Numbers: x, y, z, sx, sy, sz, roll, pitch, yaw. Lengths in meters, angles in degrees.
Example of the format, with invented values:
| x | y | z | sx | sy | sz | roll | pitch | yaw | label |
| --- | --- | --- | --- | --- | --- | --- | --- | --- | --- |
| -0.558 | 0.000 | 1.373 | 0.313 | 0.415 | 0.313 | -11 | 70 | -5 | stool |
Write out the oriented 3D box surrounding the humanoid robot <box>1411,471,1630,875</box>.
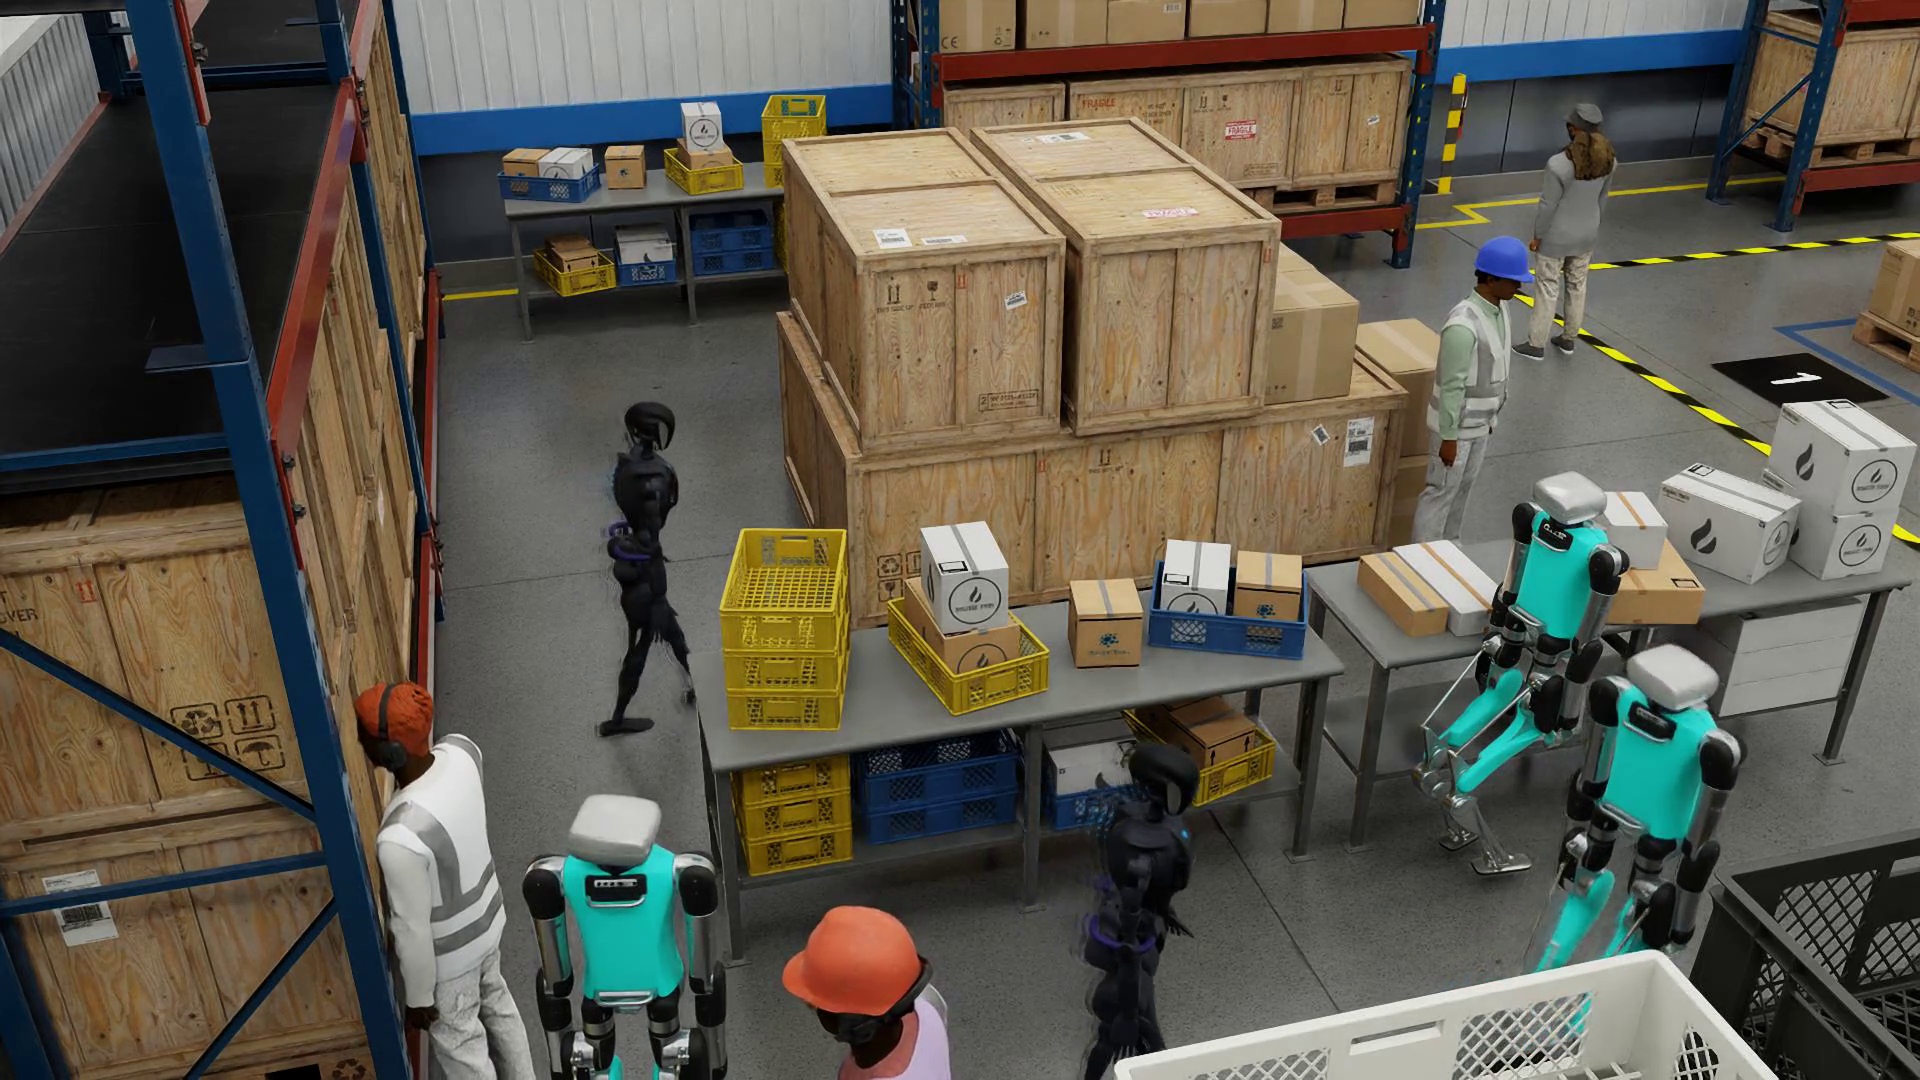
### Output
| x | y | z | sx | sy | sz | roll | pitch | yaw | label |
| --- | --- | --- | --- | --- | --- | --- | --- | --- | --- |
| 2.058 | 0.568 | 6.424 | 0.735 | 1.677 | 0.533 | -12 | 31 | -21 | humanoid robot |

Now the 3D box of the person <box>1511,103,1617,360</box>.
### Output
| x | y | z | sx | sy | sz | roll | pitch | yaw | label |
| --- | --- | --- | --- | --- | --- | --- | --- | --- | --- |
| 4.150 | -2.091 | 11.355 | 0.572 | 1.768 | 0.399 | -12 | 31 | -20 | person |

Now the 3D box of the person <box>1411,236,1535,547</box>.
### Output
| x | y | z | sx | sy | sz | roll | pitch | yaw | label |
| --- | --- | --- | --- | --- | --- | --- | --- | --- | --- |
| 2.601 | -0.622 | 8.519 | 0.411 | 1.939 | 0.602 | 20 | 35 | 32 | person |

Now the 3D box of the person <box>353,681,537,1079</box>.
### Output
| x | y | z | sx | sy | sz | roll | pitch | yaw | label |
| --- | --- | --- | --- | --- | --- | --- | --- | --- | --- |
| -1.595 | 1.239 | 5.200 | 0.338 | 1.877 | 0.570 | 3 | 29 | 5 | person |

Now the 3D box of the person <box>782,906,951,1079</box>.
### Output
| x | y | z | sx | sy | sz | roll | pitch | yaw | label |
| --- | --- | --- | --- | --- | --- | --- | --- | --- | --- |
| -0.213 | 1.729 | 4.143 | 0.388 | 2.040 | 0.613 | 4 | 29 | 7 | person |

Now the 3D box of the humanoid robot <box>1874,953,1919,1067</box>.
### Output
| x | y | z | sx | sy | sz | roll | pitch | yaw | label |
| --- | --- | --- | --- | --- | --- | --- | --- | --- | --- |
| 2.883 | 1.594 | 4.804 | 0.751 | 1.630 | 0.601 | -6 | 29 | -10 | humanoid robot |

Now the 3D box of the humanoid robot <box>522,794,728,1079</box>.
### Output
| x | y | z | sx | sy | sz | roll | pitch | yaw | label |
| --- | --- | --- | --- | --- | --- | --- | --- | --- | --- |
| -0.920 | 1.578 | 4.646 | 0.530 | 1.708 | 0.720 | -1 | 29 | -2 | humanoid robot |

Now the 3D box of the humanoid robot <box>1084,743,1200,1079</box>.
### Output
| x | y | z | sx | sy | sz | roll | pitch | yaw | label |
| --- | --- | --- | --- | --- | --- | --- | --- | --- | --- |
| 0.637 | 1.317 | 5.288 | 0.671 | 1.634 | 0.613 | 9 | 30 | 15 | humanoid robot |

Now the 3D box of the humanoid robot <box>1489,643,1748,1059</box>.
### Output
| x | y | z | sx | sy | sz | roll | pitch | yaw | label |
| --- | --- | --- | --- | --- | --- | --- | --- | --- | --- |
| 1.981 | 1.258 | 5.411 | 0.805 | 1.874 | 0.554 | -16 | 33 | -27 | humanoid robot |

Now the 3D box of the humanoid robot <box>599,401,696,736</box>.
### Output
| x | y | z | sx | sy | sz | roll | pitch | yaw | label |
| --- | --- | --- | --- | --- | --- | --- | --- | --- | --- |
| -1.363 | 0.128 | 7.455 | 0.723 | 1.624 | 0.613 | -9 | 30 | -16 | humanoid robot |
